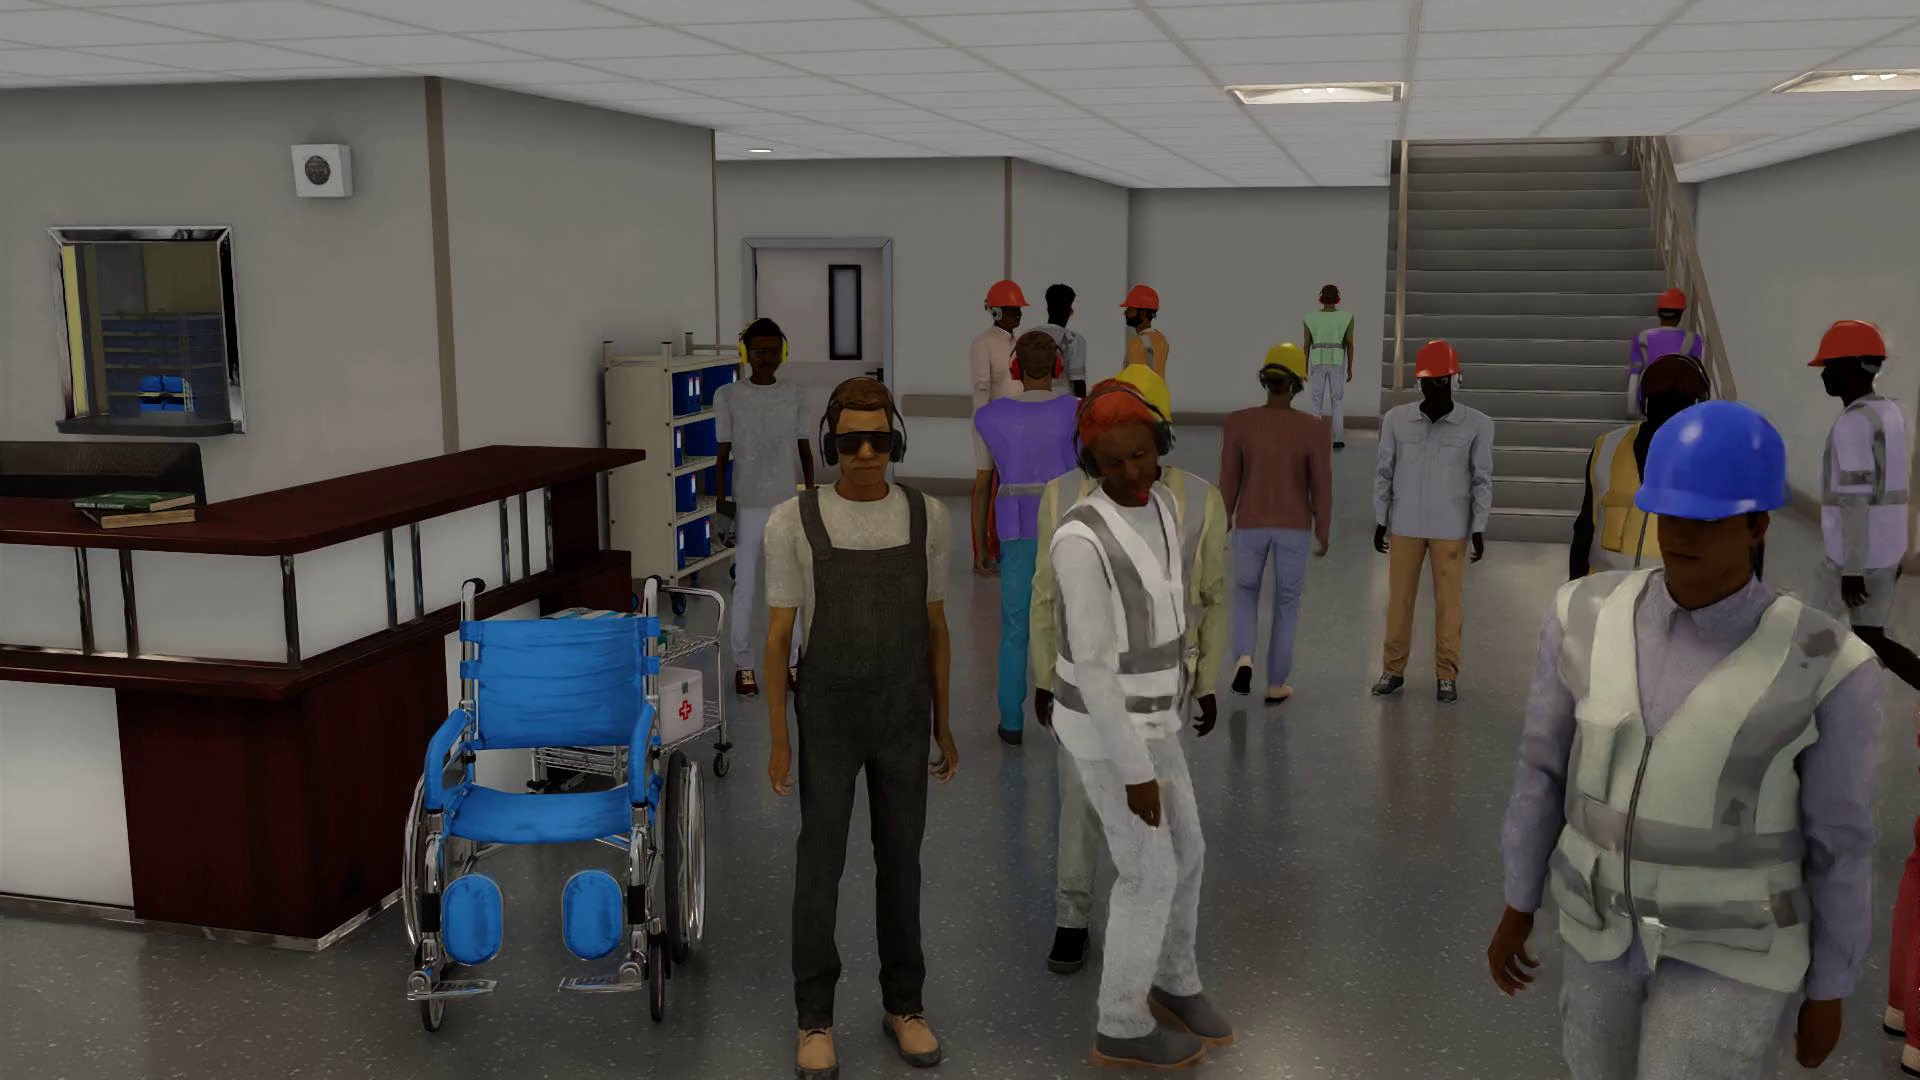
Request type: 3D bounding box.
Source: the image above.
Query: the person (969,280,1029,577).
[{"bbox_3d":[0.286,-0.758,11.303,0.384,1.996,0.610,6,11,30],"label":"person"}]

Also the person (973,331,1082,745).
[{"bbox_3d":[0.338,0.005,7.308,0.564,1.833,0.421,1,10,6],"label":"person"}]

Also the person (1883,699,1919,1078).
[{"bbox_3d":[2.679,0.538,4.349,0.331,1.768,0.526,4,11,24],"label":"person"}]

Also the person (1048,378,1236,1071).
[{"bbox_3d":[0.459,0.502,4.345,0.405,1.847,0.662,5,11,25],"label":"person"}]

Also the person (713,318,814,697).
[{"bbox_3d":[-0.952,-0.158,8.180,0.509,1.862,0.328,-3,10,-16],"label":"person"}]

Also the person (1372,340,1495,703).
[{"bbox_3d":[2.276,-0.088,8.070,0.560,1.753,0.328,5,11,26],"label":"person"}]

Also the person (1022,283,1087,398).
[{"bbox_3d":[0.727,-0.996,12.846,0.612,1.953,0.388,7,12,36],"label":"person"}]

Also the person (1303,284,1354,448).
[{"bbox_3d":[4.156,-1.958,18.805,0.564,1.850,0.390,2,10,13],"label":"person"}]

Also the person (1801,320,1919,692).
[{"bbox_3d":[3.841,0.040,6.909,0.583,1.901,0.819,-9,13,-42],"label":"person"}]

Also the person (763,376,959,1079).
[{"bbox_3d":[-0.254,0.493,4.374,0.514,1.844,0.333,-3,10,-18],"label":"person"}]

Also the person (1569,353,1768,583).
[{"bbox_3d":[2.345,0.290,5.610,0.621,1.839,0.429,8,13,41],"label":"person"}]

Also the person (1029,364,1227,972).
[{"bbox_3d":[0.499,0.395,4.989,0.587,1.837,0.404,1,10,4],"label":"person"}]

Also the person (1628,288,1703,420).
[{"bbox_3d":[5.745,-1.103,13.622,0.554,1.913,0.831,6,11,31],"label":"person"}]

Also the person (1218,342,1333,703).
[{"bbox_3d":[1.500,-0.067,7.956,0.547,1.753,0.414,4,10,21],"label":"person"}]

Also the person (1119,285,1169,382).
[{"bbox_3d":[1.373,-0.954,12.620,0.344,1.942,0.547,5,11,27],"label":"person"}]

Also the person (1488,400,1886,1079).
[{"bbox_3d":[1.349,0.686,3.050,0.876,1.916,0.615,-7,12,-37],"label":"person"}]
